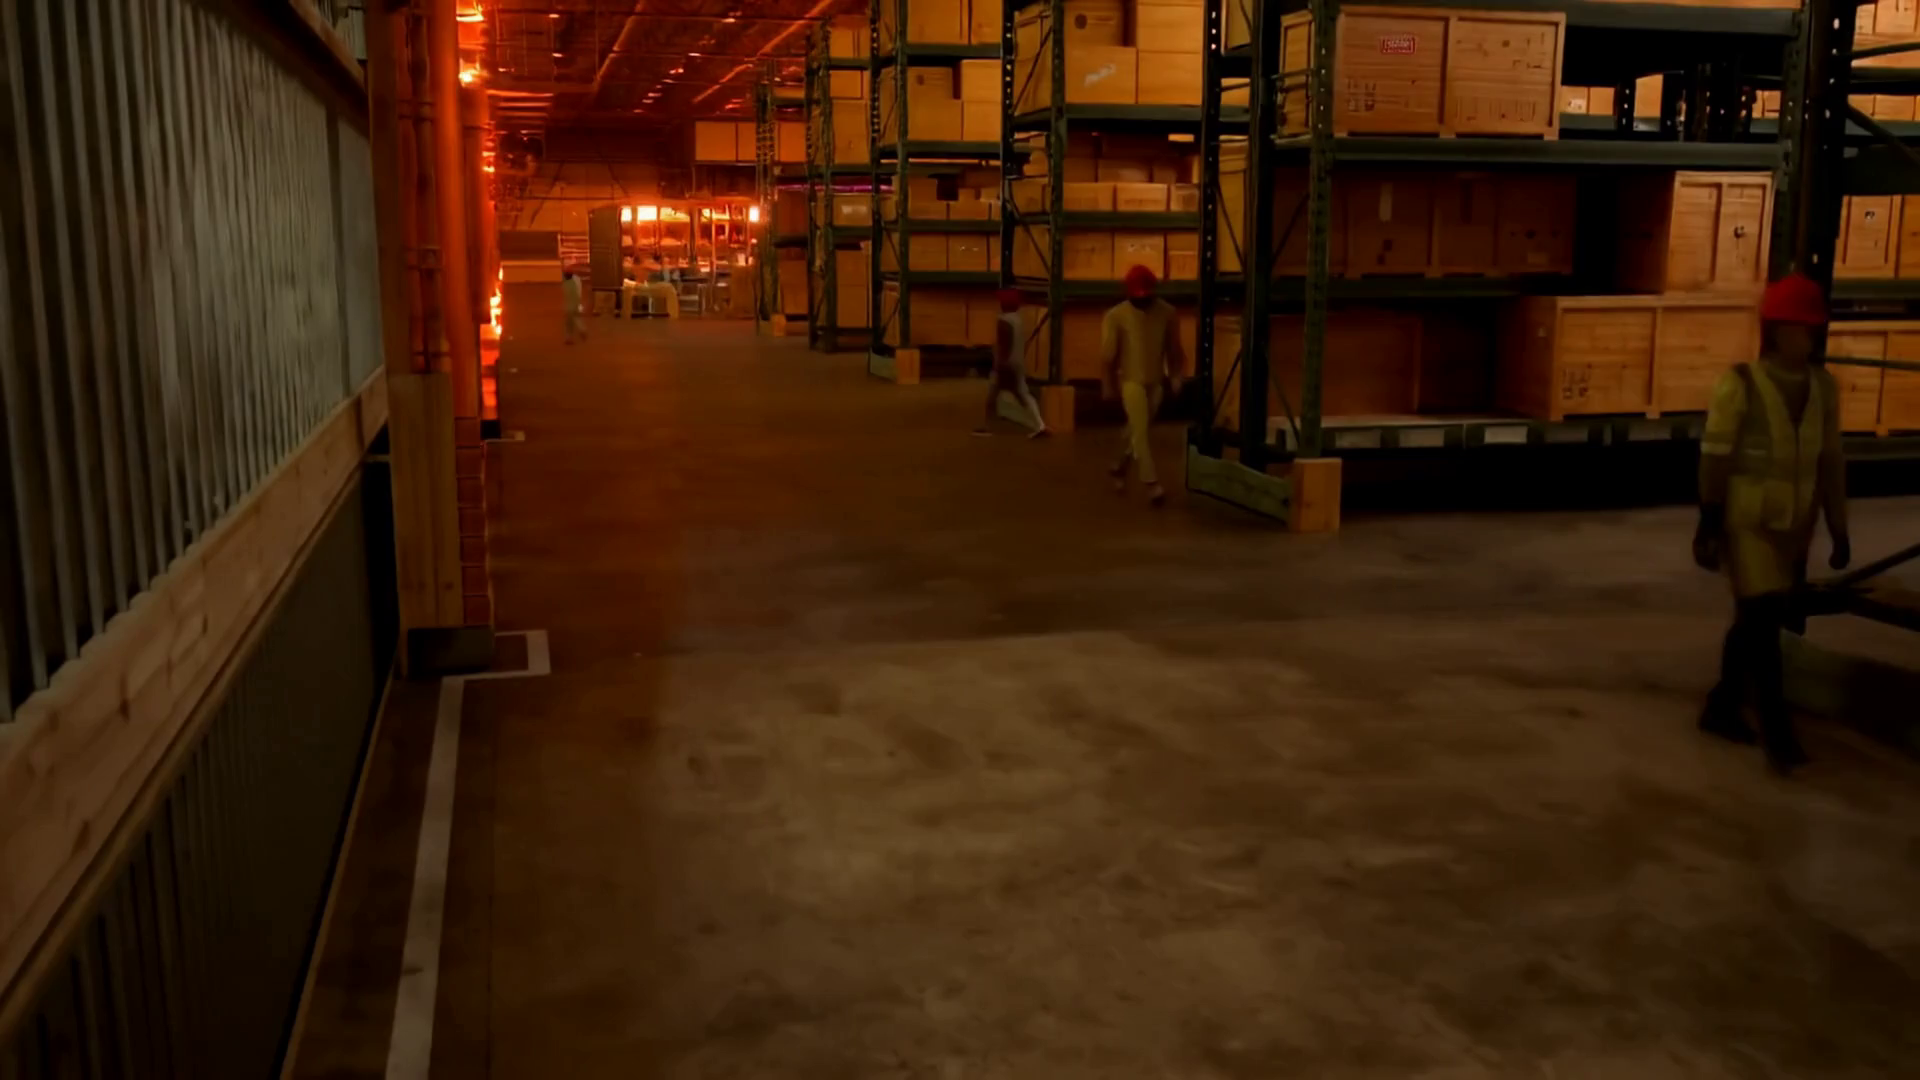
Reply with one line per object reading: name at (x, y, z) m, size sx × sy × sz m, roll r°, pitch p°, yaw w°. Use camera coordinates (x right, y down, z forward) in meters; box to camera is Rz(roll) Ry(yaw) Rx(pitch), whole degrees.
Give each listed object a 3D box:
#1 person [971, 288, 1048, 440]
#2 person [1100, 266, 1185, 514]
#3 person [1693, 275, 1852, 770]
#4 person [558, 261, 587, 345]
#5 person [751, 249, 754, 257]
person at (0.553, -1.842, 17.447) m, size 0.835 × 1.596 × 0.521 m, roll 7°, pitch 12°, yaw 33°
person at (1.394, -1.161, 12.808) m, size 0.618 × 1.876 × 1.043 m, roll -4°, pitch 11°, yaw -23°
person at (3.248, -0.059, 6.468) m, size 0.569 × 1.900 × 0.908 m, roll -3°, pitch 10°, yaw -15°
person at (-8.011, -4.911, 34.445) m, size 0.562 × 1.729 × 0.686 m, roll 8°, pitch 13°, yaw 38°
person at (-8.471, -11.132, 68.941) m, size 0.436 × 1.979 × 0.628 m, roll -7°, pitch 12°, yaw -34°
